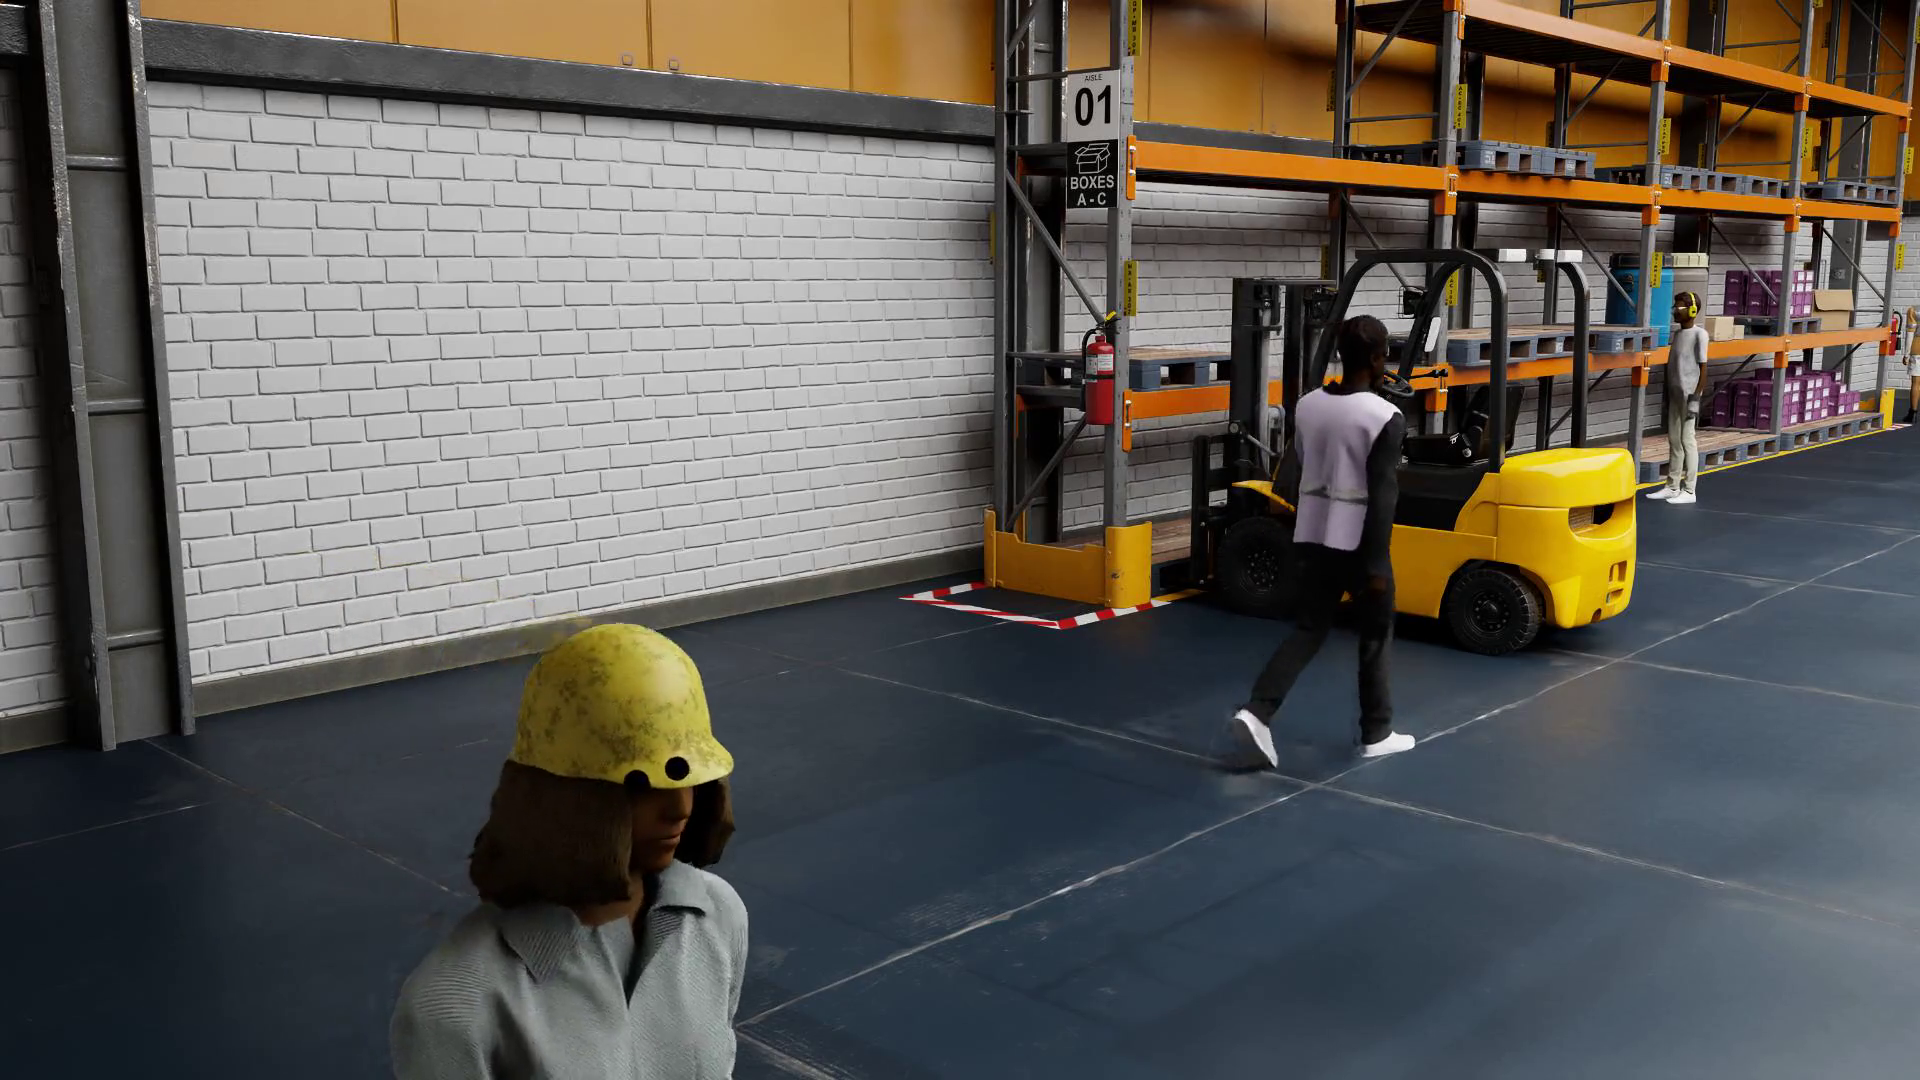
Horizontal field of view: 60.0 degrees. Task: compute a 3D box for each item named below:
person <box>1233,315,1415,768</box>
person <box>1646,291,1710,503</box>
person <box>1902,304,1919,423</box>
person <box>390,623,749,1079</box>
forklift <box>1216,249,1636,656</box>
[{"bbox_3d":[1.552,0.017,6.884,0.889,1.889,0.595,-6,11,-33],"label":"person"},{"bbox_3d":[6.393,-1.255,14.741,0.326,1.869,0.518,-1,9,-7],"label":"person"},{"bbox_3d":[12.992,-2.540,22.396,0.547,1.938,0.377,2,10,14],"label":"person"},{"bbox_3d":[-0.422,0.924,1.917,0.919,1.697,0.489,9,13,43],"label":"person"},{"bbox_3d":[2.710,-0.584,9.626,2.313,2.155,1.214,9,13,43],"label":"forklift"}]
